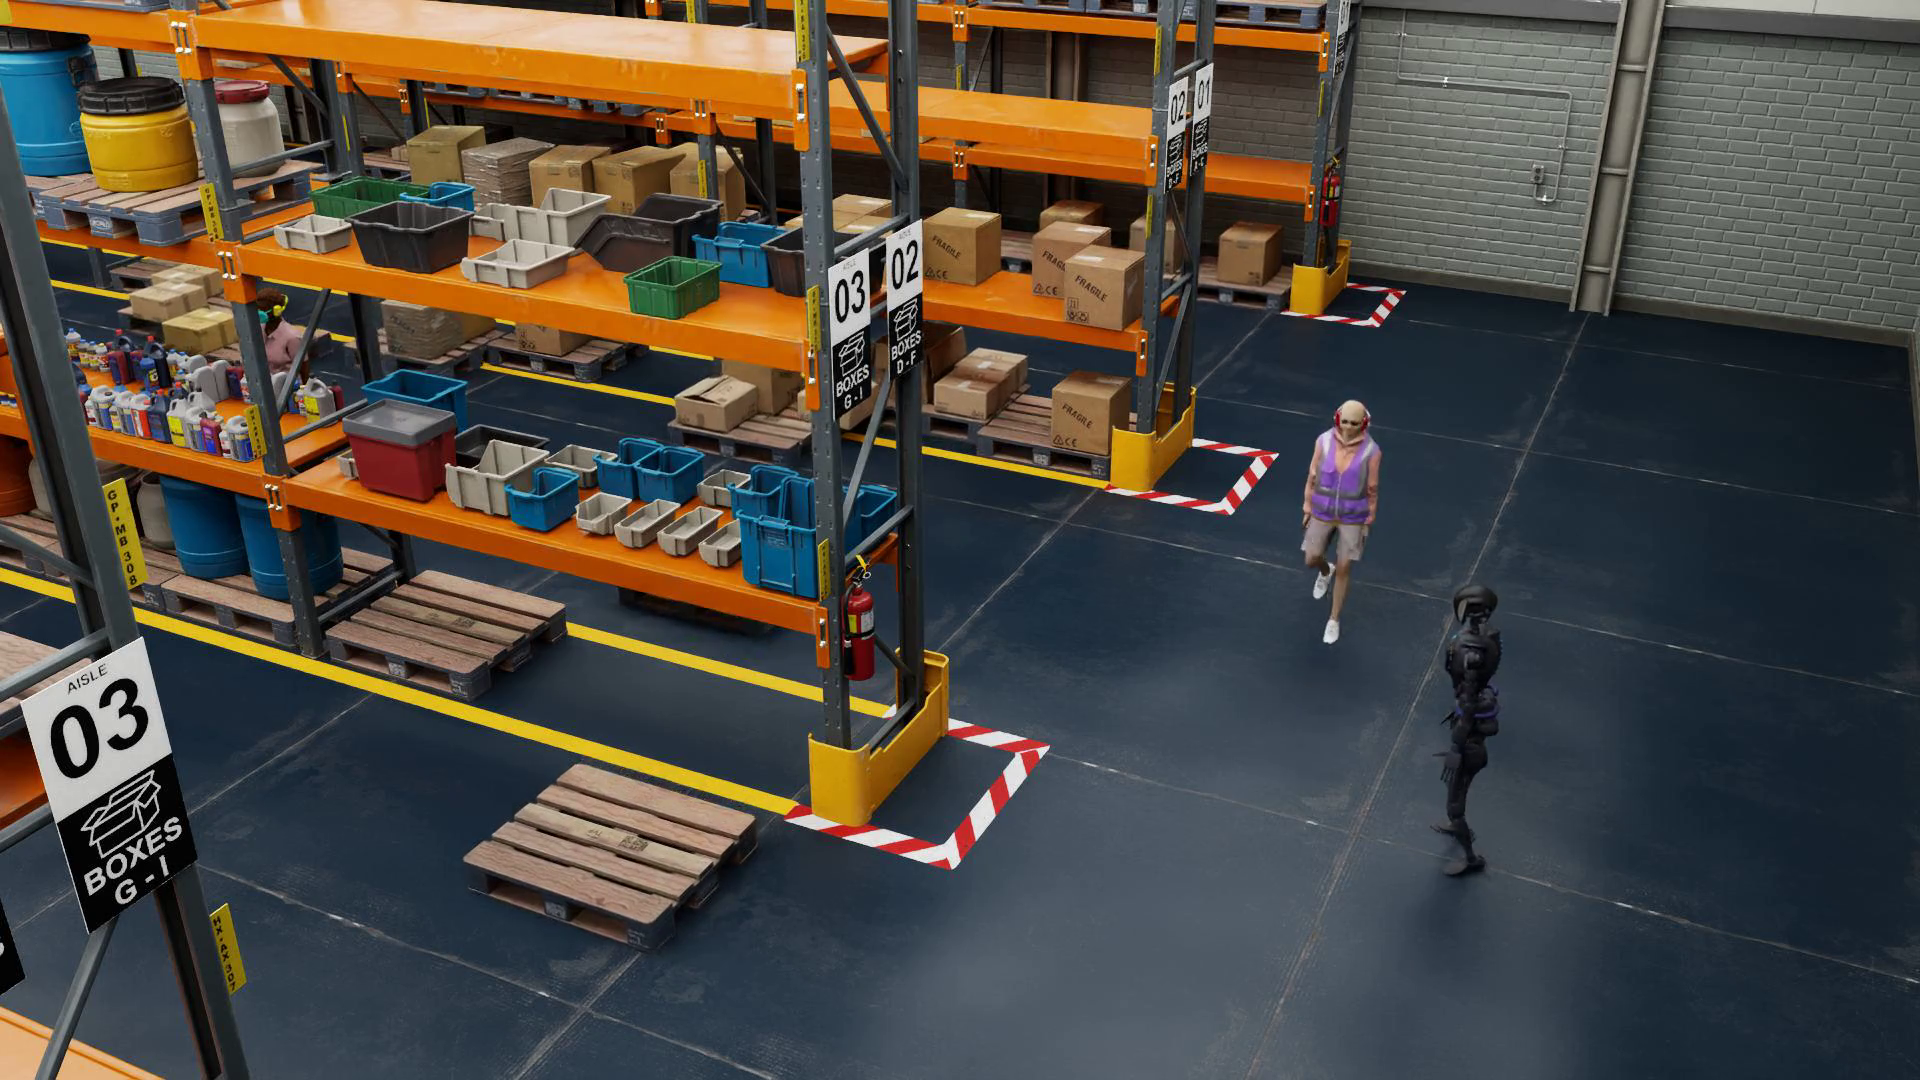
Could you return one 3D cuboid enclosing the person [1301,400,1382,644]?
[{"bbox_3d":[2.533,-0.173,11.060,0.487,1.673,0.562,12,29,23],"label":"person"}]

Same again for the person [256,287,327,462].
[{"bbox_3d":[-5.146,-1.060,12.725,0.519,1.801,0.331,11,28,21],"label":"person"}]

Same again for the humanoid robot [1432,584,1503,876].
[{"bbox_3d":[2.680,0.973,8.752,0.357,1.641,0.601,6,27,13],"label":"humanoid robot"}]
